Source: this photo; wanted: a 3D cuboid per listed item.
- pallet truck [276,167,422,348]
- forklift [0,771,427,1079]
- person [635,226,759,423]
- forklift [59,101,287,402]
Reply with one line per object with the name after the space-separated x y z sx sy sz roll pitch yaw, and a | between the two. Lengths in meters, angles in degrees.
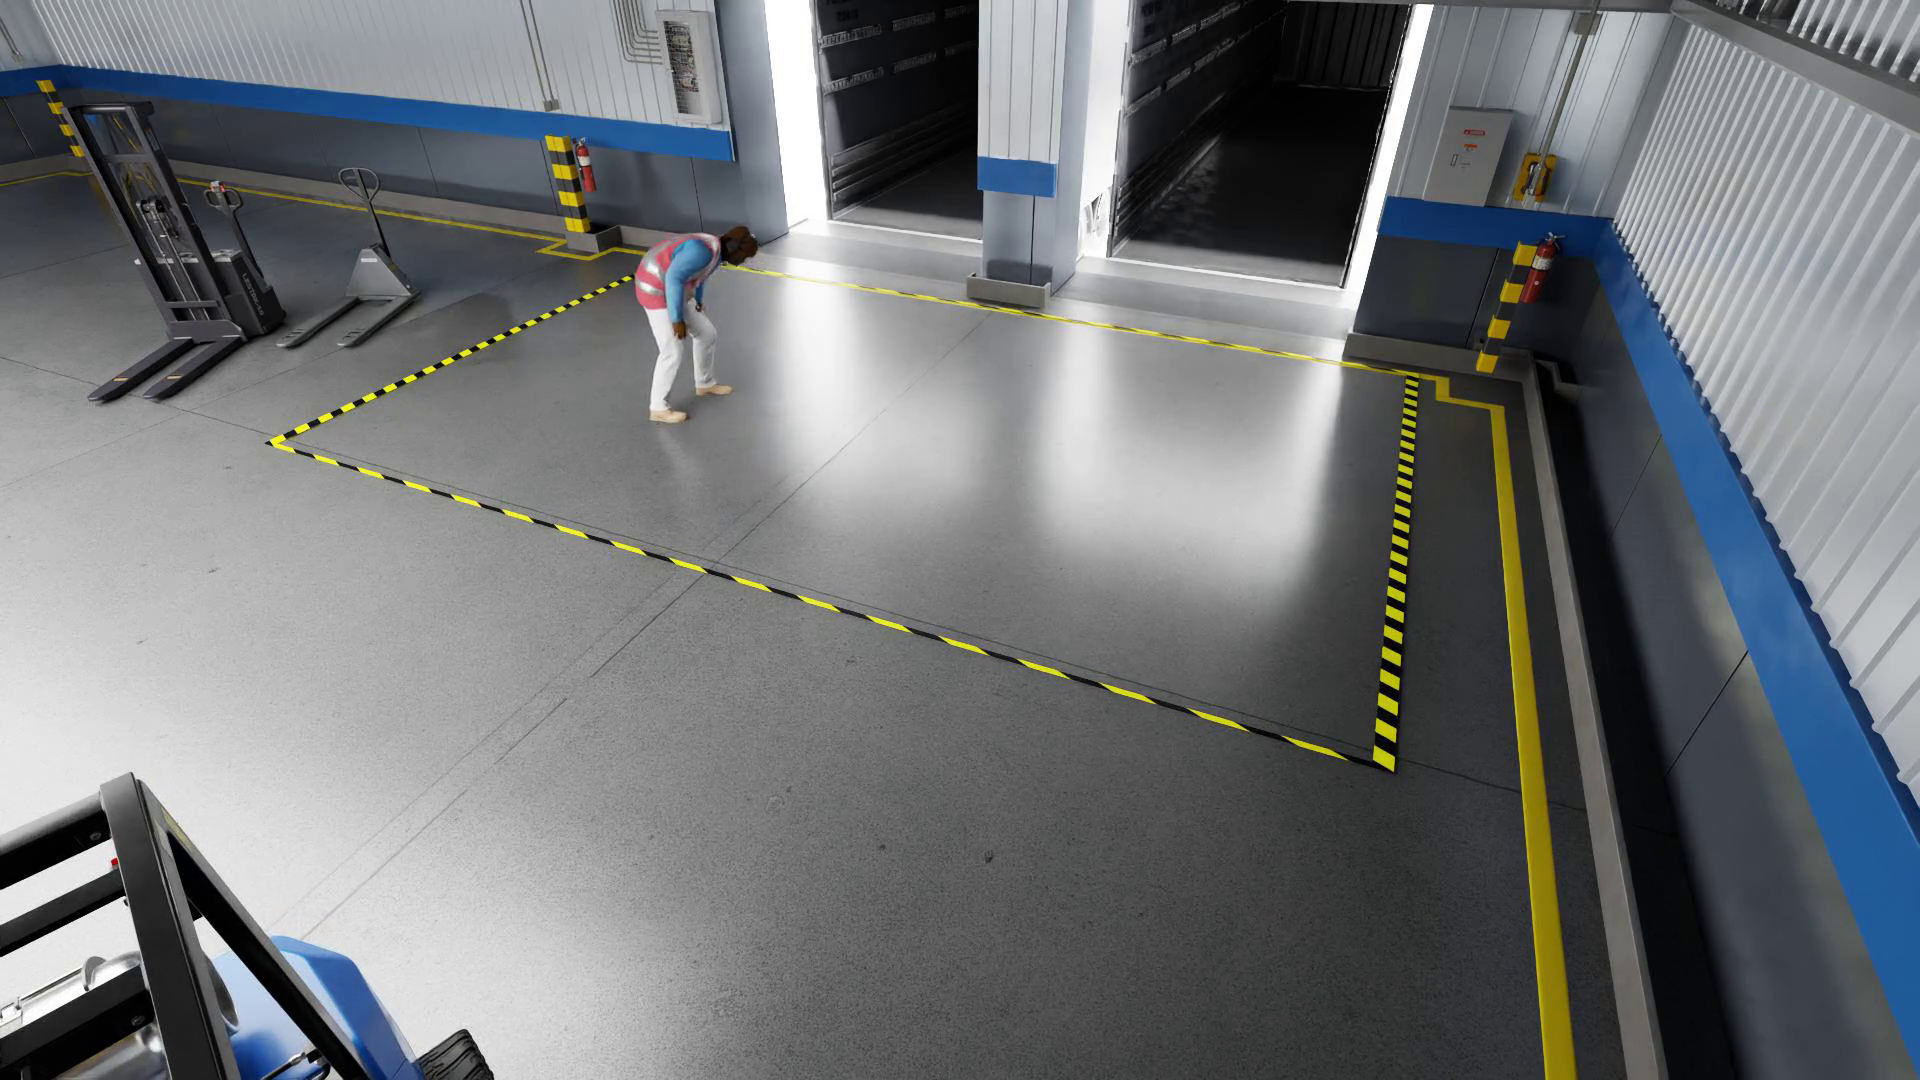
-5.732 -2.611 8.414 0.680 1.201 1.601 -1 35 -1 | pallet truck
-1.292 1.609 1.408 1.157 2.036 2.680 -29 44 -35 | forklift
-1.938 -1.656 6.965 0.876 1.366 0.897 2 35 2 | person
-6.686 -2.387 7.434 0.823 1.965 1.885 -3 35 -5 | forklift
